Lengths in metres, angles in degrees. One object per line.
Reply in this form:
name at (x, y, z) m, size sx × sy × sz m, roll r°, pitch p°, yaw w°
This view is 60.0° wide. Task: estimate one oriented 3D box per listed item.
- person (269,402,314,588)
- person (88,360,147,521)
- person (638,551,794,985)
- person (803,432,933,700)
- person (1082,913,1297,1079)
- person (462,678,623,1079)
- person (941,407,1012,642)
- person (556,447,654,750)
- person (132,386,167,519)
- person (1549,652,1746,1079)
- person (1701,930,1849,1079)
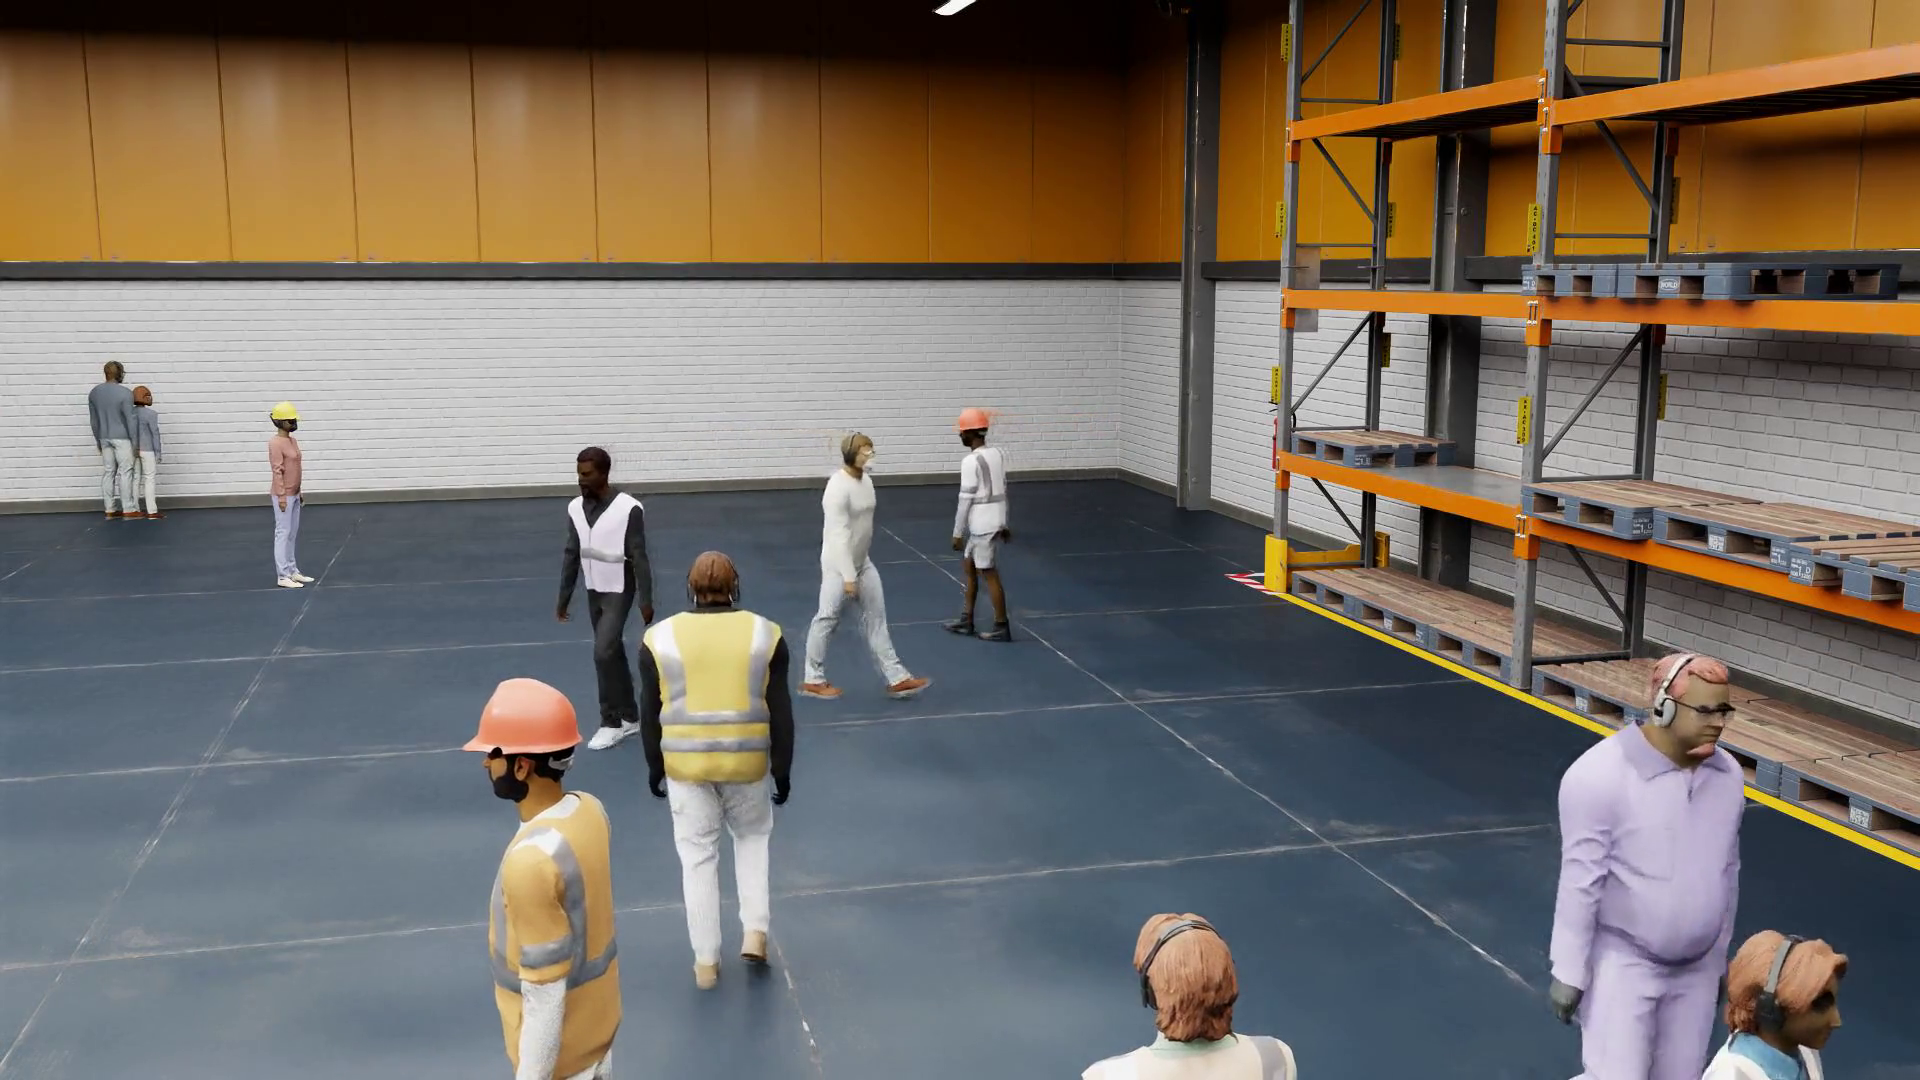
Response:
person at (-6.398, -0.431, 15.870) m, size 0.314 × 1.769 × 0.525 m, roll -1°, pitch 9°, yaw -4°
person at (-10.209, -1.201, 20.135) m, size 0.635 × 1.937 × 0.353 m, roll 3°, pitch 10°, yaw 17°
person at (-1.025, 0.961, 7.035) m, size 0.637 × 1.820 × 0.444 m, roll -2°, pitch 9°, yaw -11°
person at (-0.678, 0.202, 11.523) m, size 0.988 × 1.886 × 0.651 m, roll 4°, pitch 10°, yaw 21°
person at (0.483, 1.601, 3.579) m, size 0.511 × 1.641 × 0.307 m, roll -3°, pitch 10°, yaw -18°
person at (-1.099, 1.317, 4.423) m, size 0.379 × 1.937 × 0.548 m, roll 0°, pitch 9°, yaw 3°
person at (0.086, -0.124, 13.497) m, size 0.808 × 1.903 × 0.581 m, roll 4°, pitch 10°, yaw 24°
person at (-2.289, 0.361, 10.505) m, size 0.628 × 1.892 × 0.703 m, roll 7°, pitch 11°, yaw 35°
person at (-9.949, -1.064, 20.265) m, size 0.497 × 1.625 × 0.287 m, roll 3°, pitch 9°, yaw 16°
person at (2.049, 1.245, 5.034) m, size 0.665 × 1.885 × 0.534 m, roll -3°, pitch 10°, yaw -17°
person at (1.765, 1.615, 3.622) m, size 0.858 × 1.589 × 0.528 m, roll 7°, pitch 11°, yaw 37°
